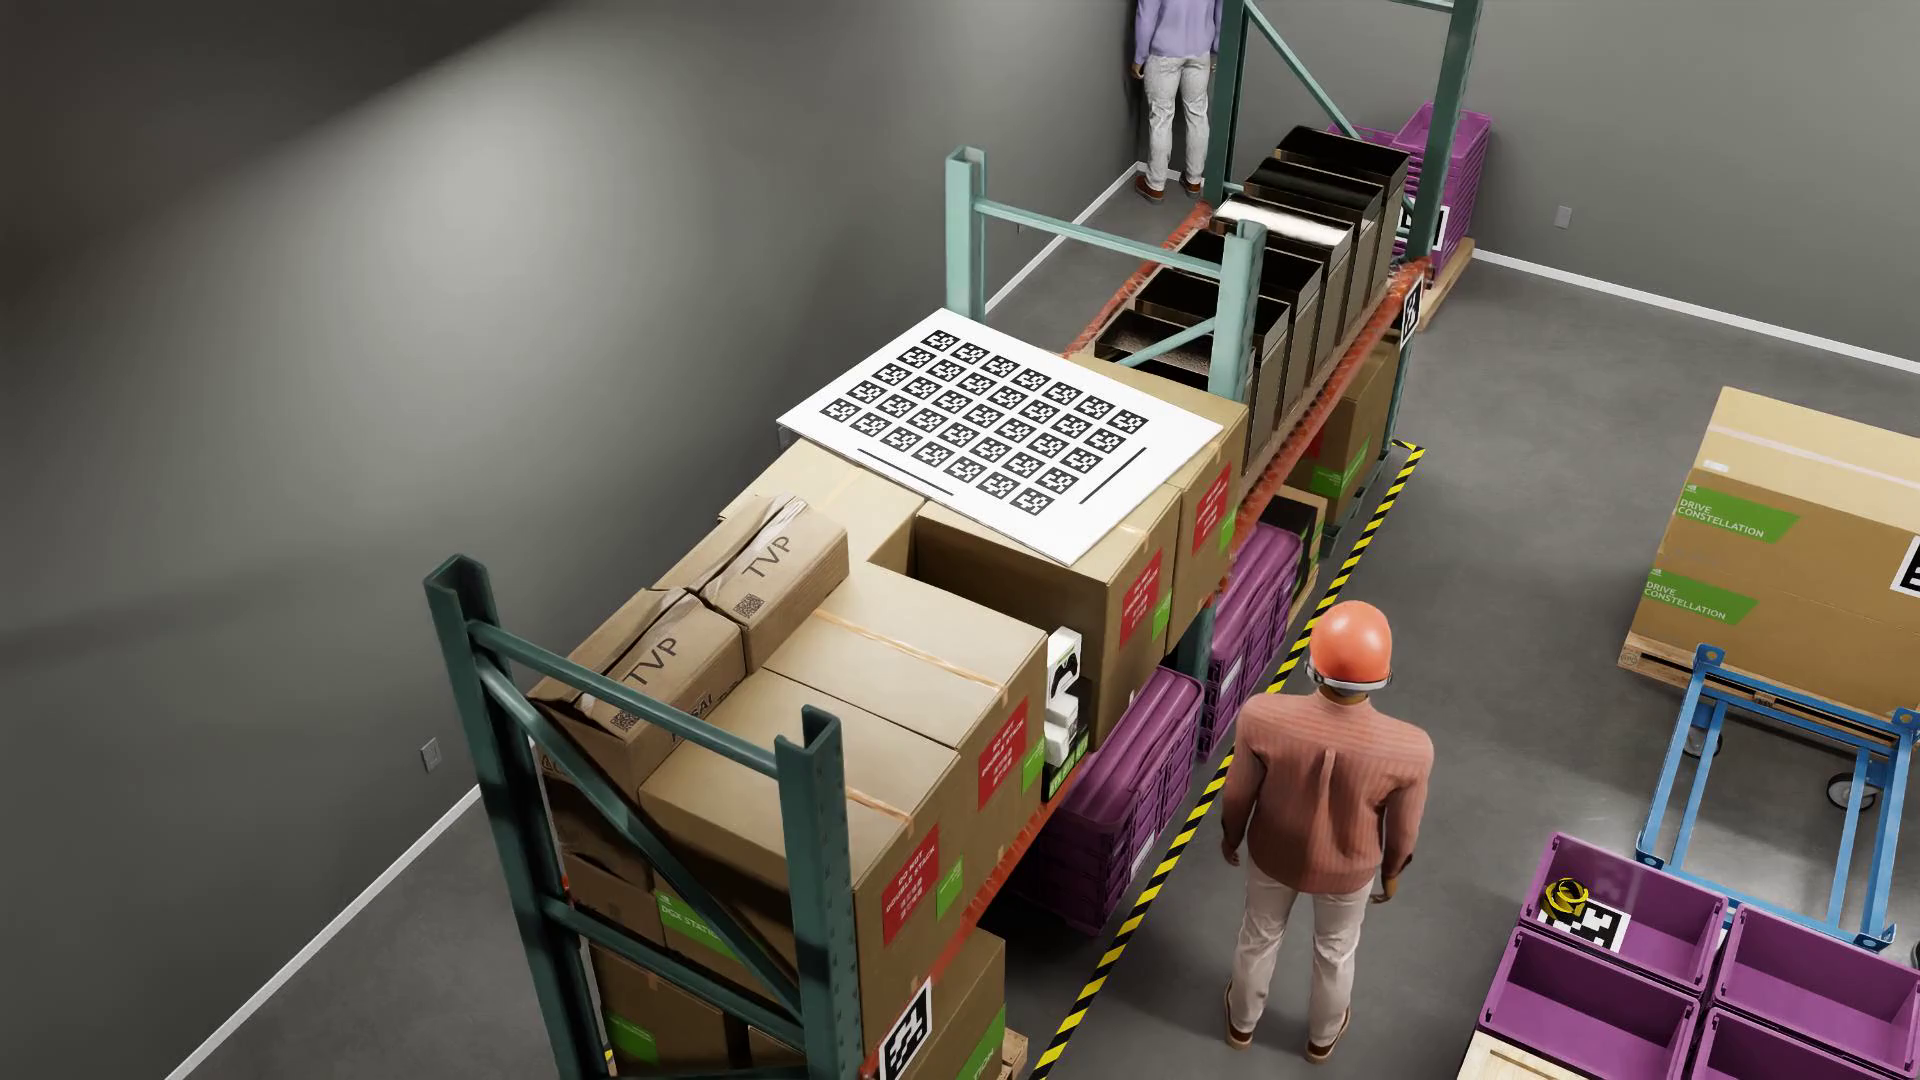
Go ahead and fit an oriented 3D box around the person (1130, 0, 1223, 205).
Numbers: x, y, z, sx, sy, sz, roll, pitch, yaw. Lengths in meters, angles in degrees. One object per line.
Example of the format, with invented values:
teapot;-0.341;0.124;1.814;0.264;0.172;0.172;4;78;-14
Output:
person;1.343;-2.992;10.163;0.635;1.937;0.353;-11;41;-12

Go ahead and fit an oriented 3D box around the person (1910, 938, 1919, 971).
person;3.704;0.942;5.553;0.588;1.835;0.403;23;45;25

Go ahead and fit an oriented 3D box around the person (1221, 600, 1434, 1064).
person;1.143;0.981;5.383;0.612;1.996;0.386;11;41;13
